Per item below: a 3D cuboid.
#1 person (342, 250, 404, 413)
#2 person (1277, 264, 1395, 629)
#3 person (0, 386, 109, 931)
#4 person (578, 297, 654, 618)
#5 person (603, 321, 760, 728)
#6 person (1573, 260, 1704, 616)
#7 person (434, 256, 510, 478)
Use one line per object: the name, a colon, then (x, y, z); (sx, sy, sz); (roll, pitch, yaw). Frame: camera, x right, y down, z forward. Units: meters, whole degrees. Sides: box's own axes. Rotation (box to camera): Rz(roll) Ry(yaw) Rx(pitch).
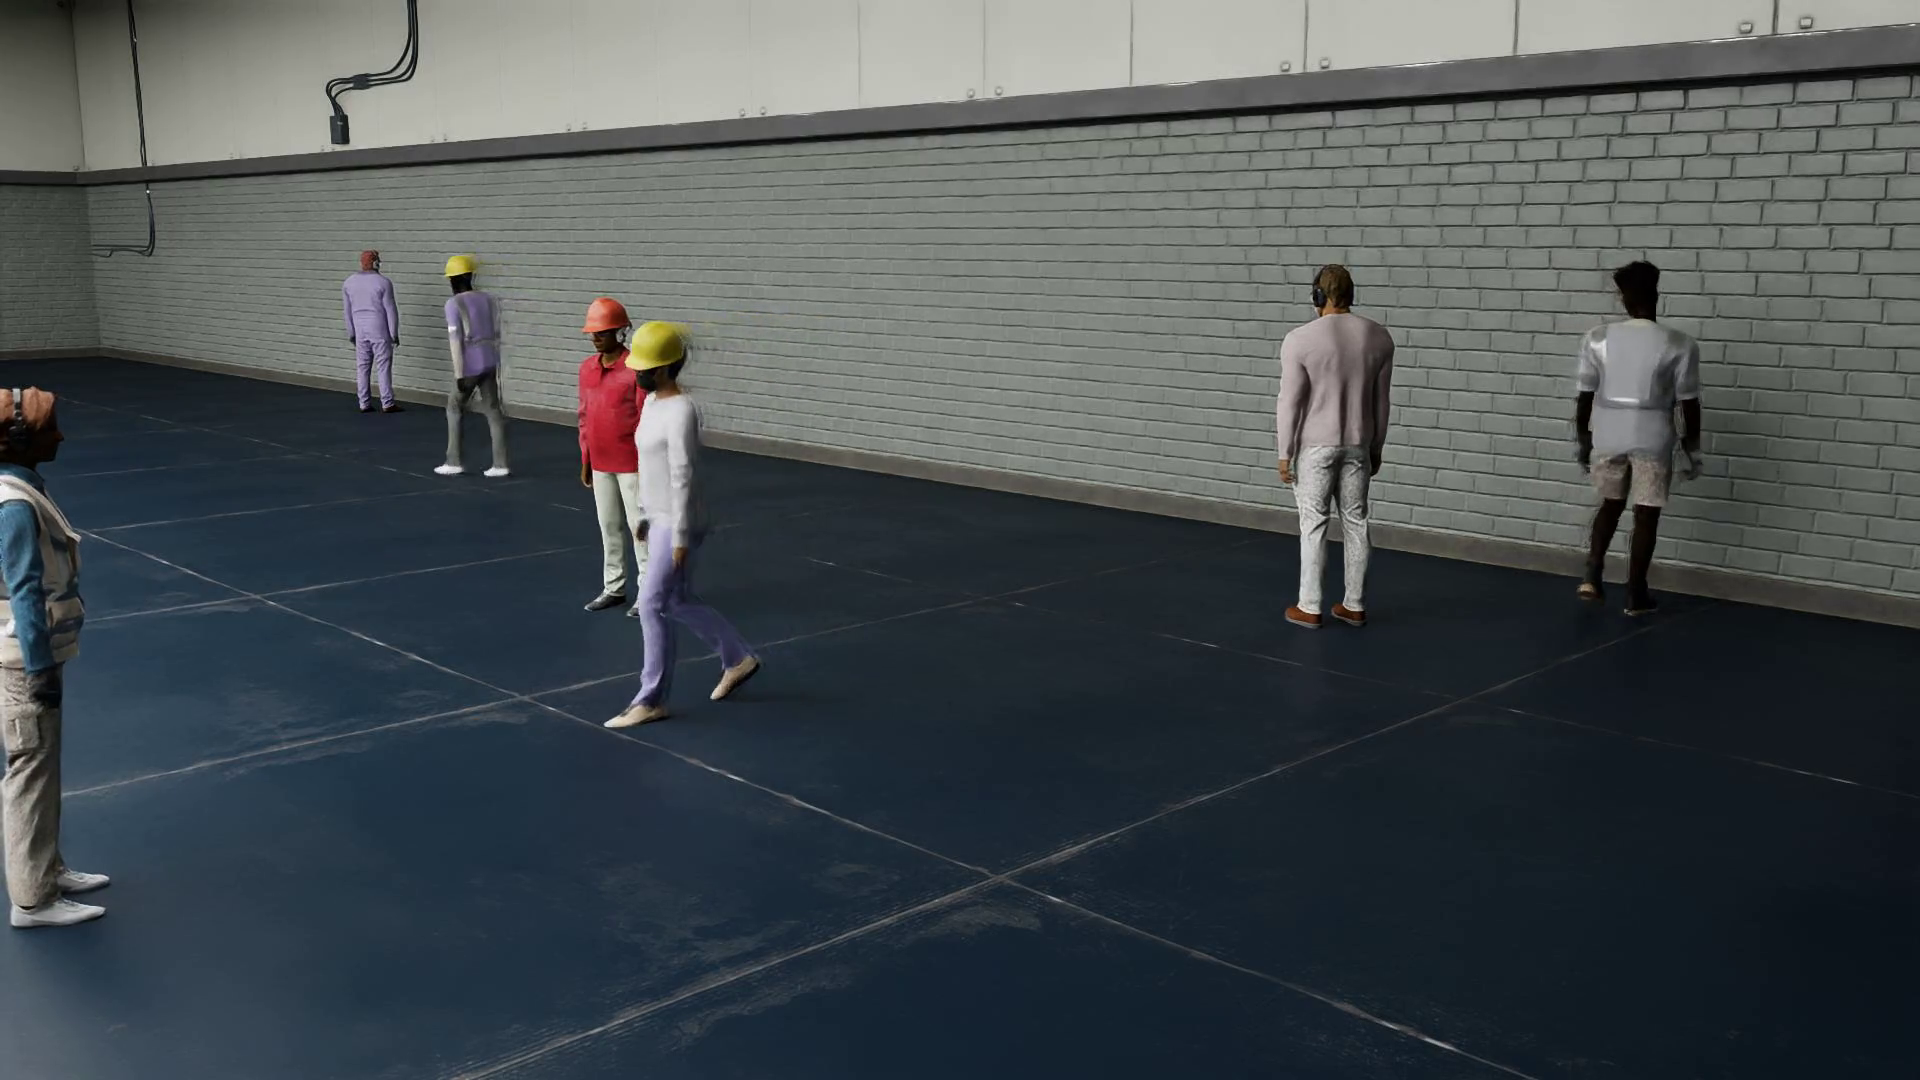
person: (-6.865, -2.438, 19.508); (0.652, 1.906, 0.403); (2, 11, 12)
person: (1.965, -0.483, 8.797); (0.630, 1.931, 0.371); (-2, 11, -13)
person: (-2.807, 0.354, 5.042); (0.312, 1.632, 0.514); (-6, 12, -28)
person: (-1.882, -0.447, 9.095); (0.568, 1.744, 0.353); (7, 12, 32)
person: (-1.221, -0.073, 7.097); (0.643, 1.734, 0.554); (-4, 11, -23)
person: (3.686, -0.535, 9.027); (0.644, 1.944, 0.428); (10, 14, 42)
person: (-4.235, -1.480, 14.301); (0.838, 1.891, 0.598); (6, 12, 31)
